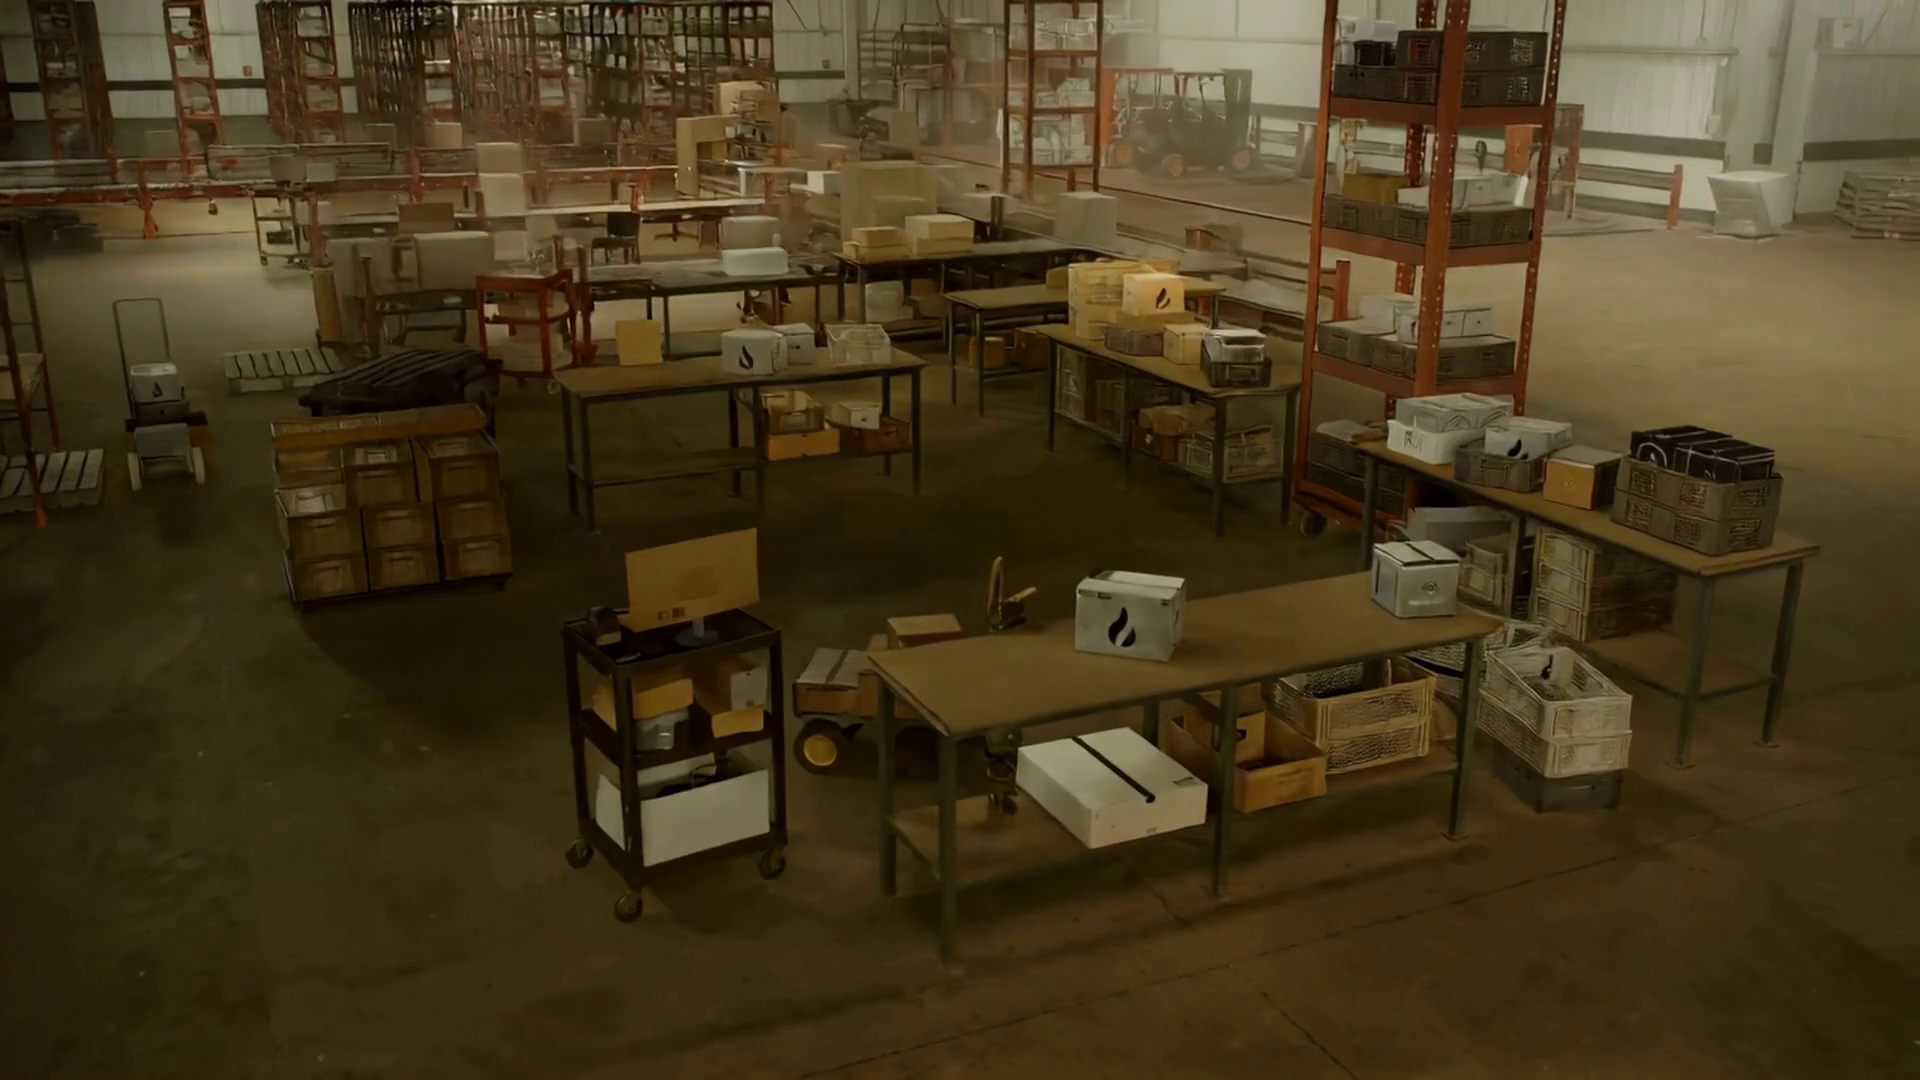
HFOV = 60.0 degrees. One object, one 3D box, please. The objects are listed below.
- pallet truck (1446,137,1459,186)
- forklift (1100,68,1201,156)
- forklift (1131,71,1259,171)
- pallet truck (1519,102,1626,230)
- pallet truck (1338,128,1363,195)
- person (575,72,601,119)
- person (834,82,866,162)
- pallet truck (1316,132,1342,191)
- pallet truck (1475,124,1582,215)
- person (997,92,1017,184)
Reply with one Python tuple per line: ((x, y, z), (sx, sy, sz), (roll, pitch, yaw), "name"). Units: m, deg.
((9.184, -6.485, 29.328), (1.630, 1.274, 0.653), (-8, 19, -23), "pallet truck")
((4.082, -9.564, 37.410), (2.680, 1.987, 1.157), (-8, 19, -23), "forklift")
((4.998, -8.936, 35.413), (2.680, 1.987, 1.157), (-9, 20, -25), "forklift")
((9.972, -6.037, 26.785), (1.885, 1.965, 0.823), (-9, 20, -25), "pallet truck")
((7.845, -7.140, 31.411), (1.522, 1.261, 0.704), (-9, 20, -25), "pallet truck")
((-10.196, -11.916, 45.635), (0.668, 1.796, 0.382), (-6, 19, -19), "person")
((-2.515, -9.365, 37.512), (1.005, 1.842, 0.663), (-7, 19, -20), "person")
((7.723, -7.504, 32.656), (1.601, 1.201, 0.680), (-8, 19, -23), "pallet truck")
((9.707, -6.455, 28.103), (1.885, 1.965, 0.823), (-7, 19, -20), "pallet truck")
((0.949, -8.140, 33.673), (0.404, 1.837, 0.588), (3, 18, 10), "person")
